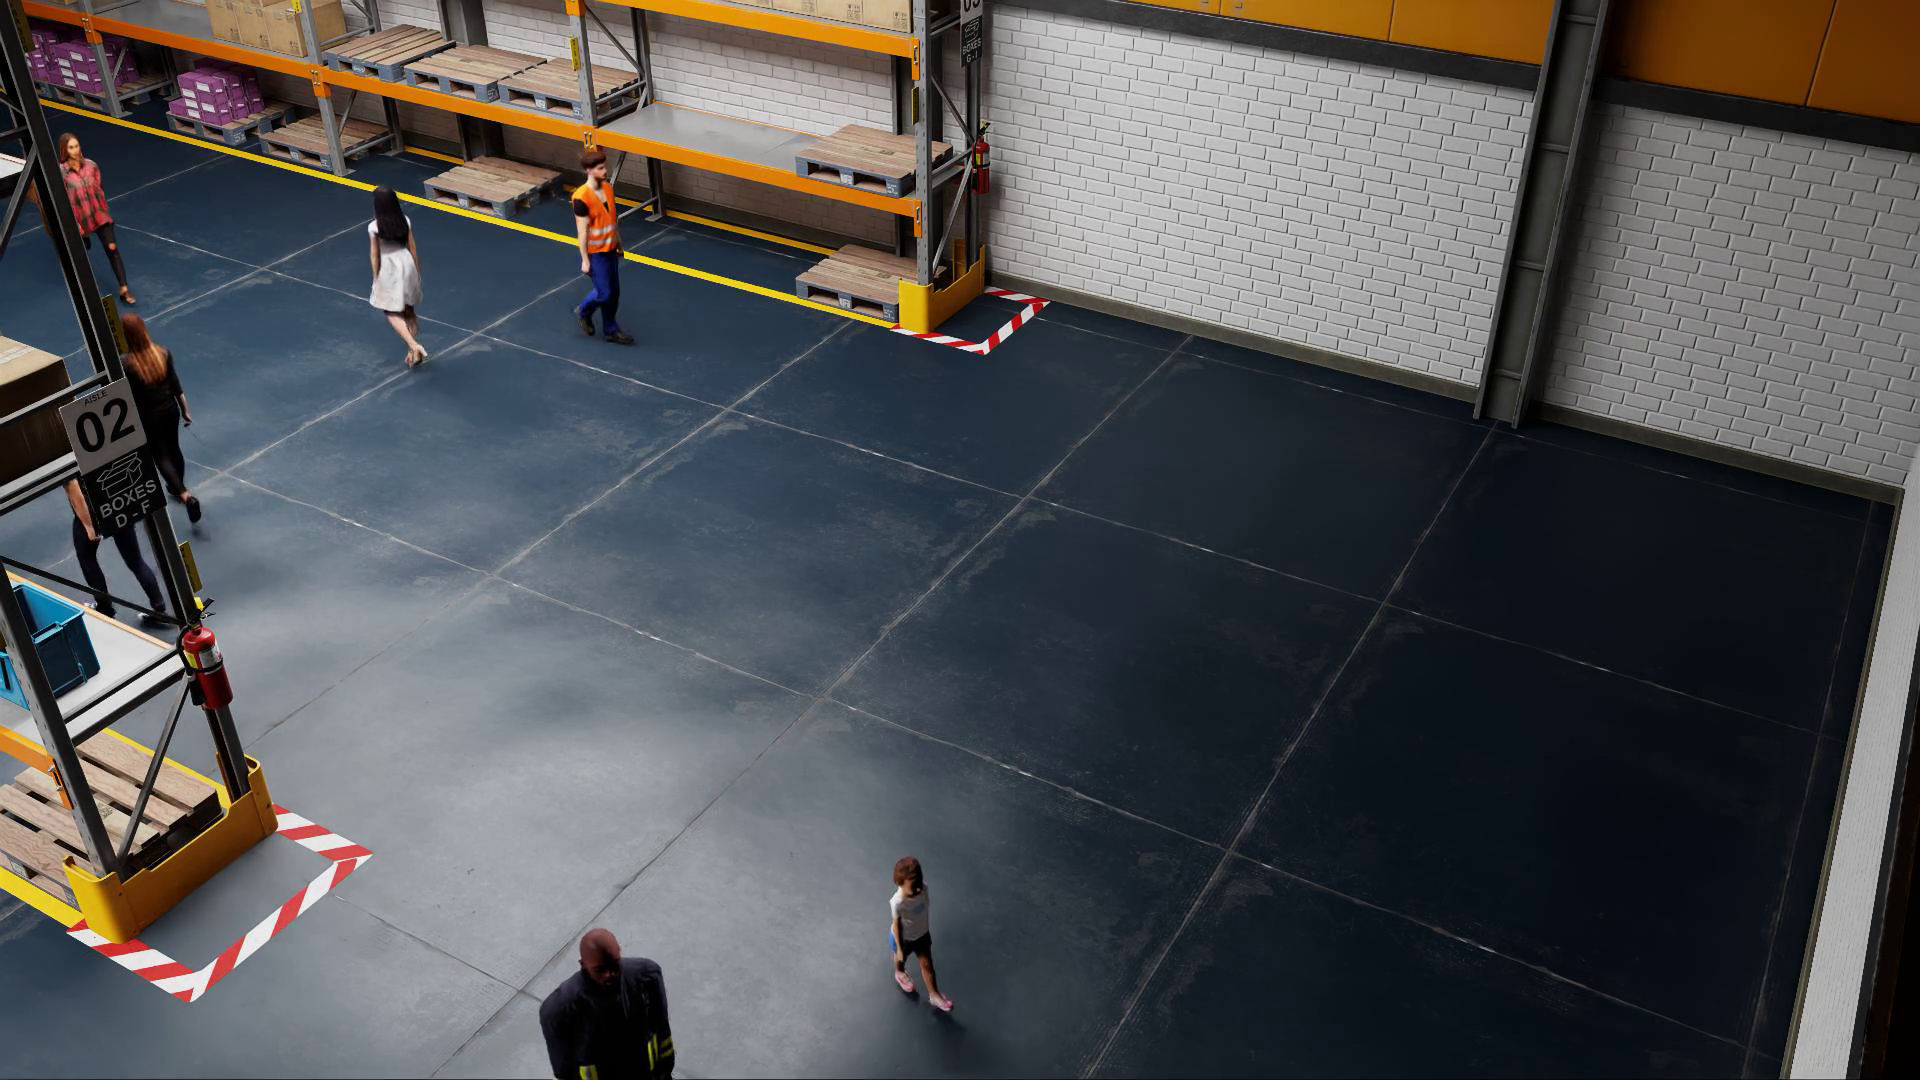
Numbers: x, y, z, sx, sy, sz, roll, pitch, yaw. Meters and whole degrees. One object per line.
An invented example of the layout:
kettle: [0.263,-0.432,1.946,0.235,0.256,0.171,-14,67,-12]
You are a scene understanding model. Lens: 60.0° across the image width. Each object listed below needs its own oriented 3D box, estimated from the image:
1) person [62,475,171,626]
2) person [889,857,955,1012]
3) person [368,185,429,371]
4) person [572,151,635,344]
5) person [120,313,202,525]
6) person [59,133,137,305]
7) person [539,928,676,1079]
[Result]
person: [-5.959,-0.127,11.694,0.974,1.720,0.732,10,35,14]
person: [-0.299,2.081,9.021,0.559,1.002,0.711,-24,41,-32]
person: [-5.008,-2.305,14.928,0.791,1.768,0.894,-26,41,-33]
person: [-3.417,-2.706,15.434,0.825,1.875,0.725,15,36,21]
person: [-6.199,-0.926,12.923,0.786,1.689,1.121,-29,43,-36]
person: [-8.591,-3.156,16.303,0.819,1.662,1.180,-29,43,-36]
person: [-1.610,2.445,7.735,0.874,1.818,0.901,-16,37,-22]
